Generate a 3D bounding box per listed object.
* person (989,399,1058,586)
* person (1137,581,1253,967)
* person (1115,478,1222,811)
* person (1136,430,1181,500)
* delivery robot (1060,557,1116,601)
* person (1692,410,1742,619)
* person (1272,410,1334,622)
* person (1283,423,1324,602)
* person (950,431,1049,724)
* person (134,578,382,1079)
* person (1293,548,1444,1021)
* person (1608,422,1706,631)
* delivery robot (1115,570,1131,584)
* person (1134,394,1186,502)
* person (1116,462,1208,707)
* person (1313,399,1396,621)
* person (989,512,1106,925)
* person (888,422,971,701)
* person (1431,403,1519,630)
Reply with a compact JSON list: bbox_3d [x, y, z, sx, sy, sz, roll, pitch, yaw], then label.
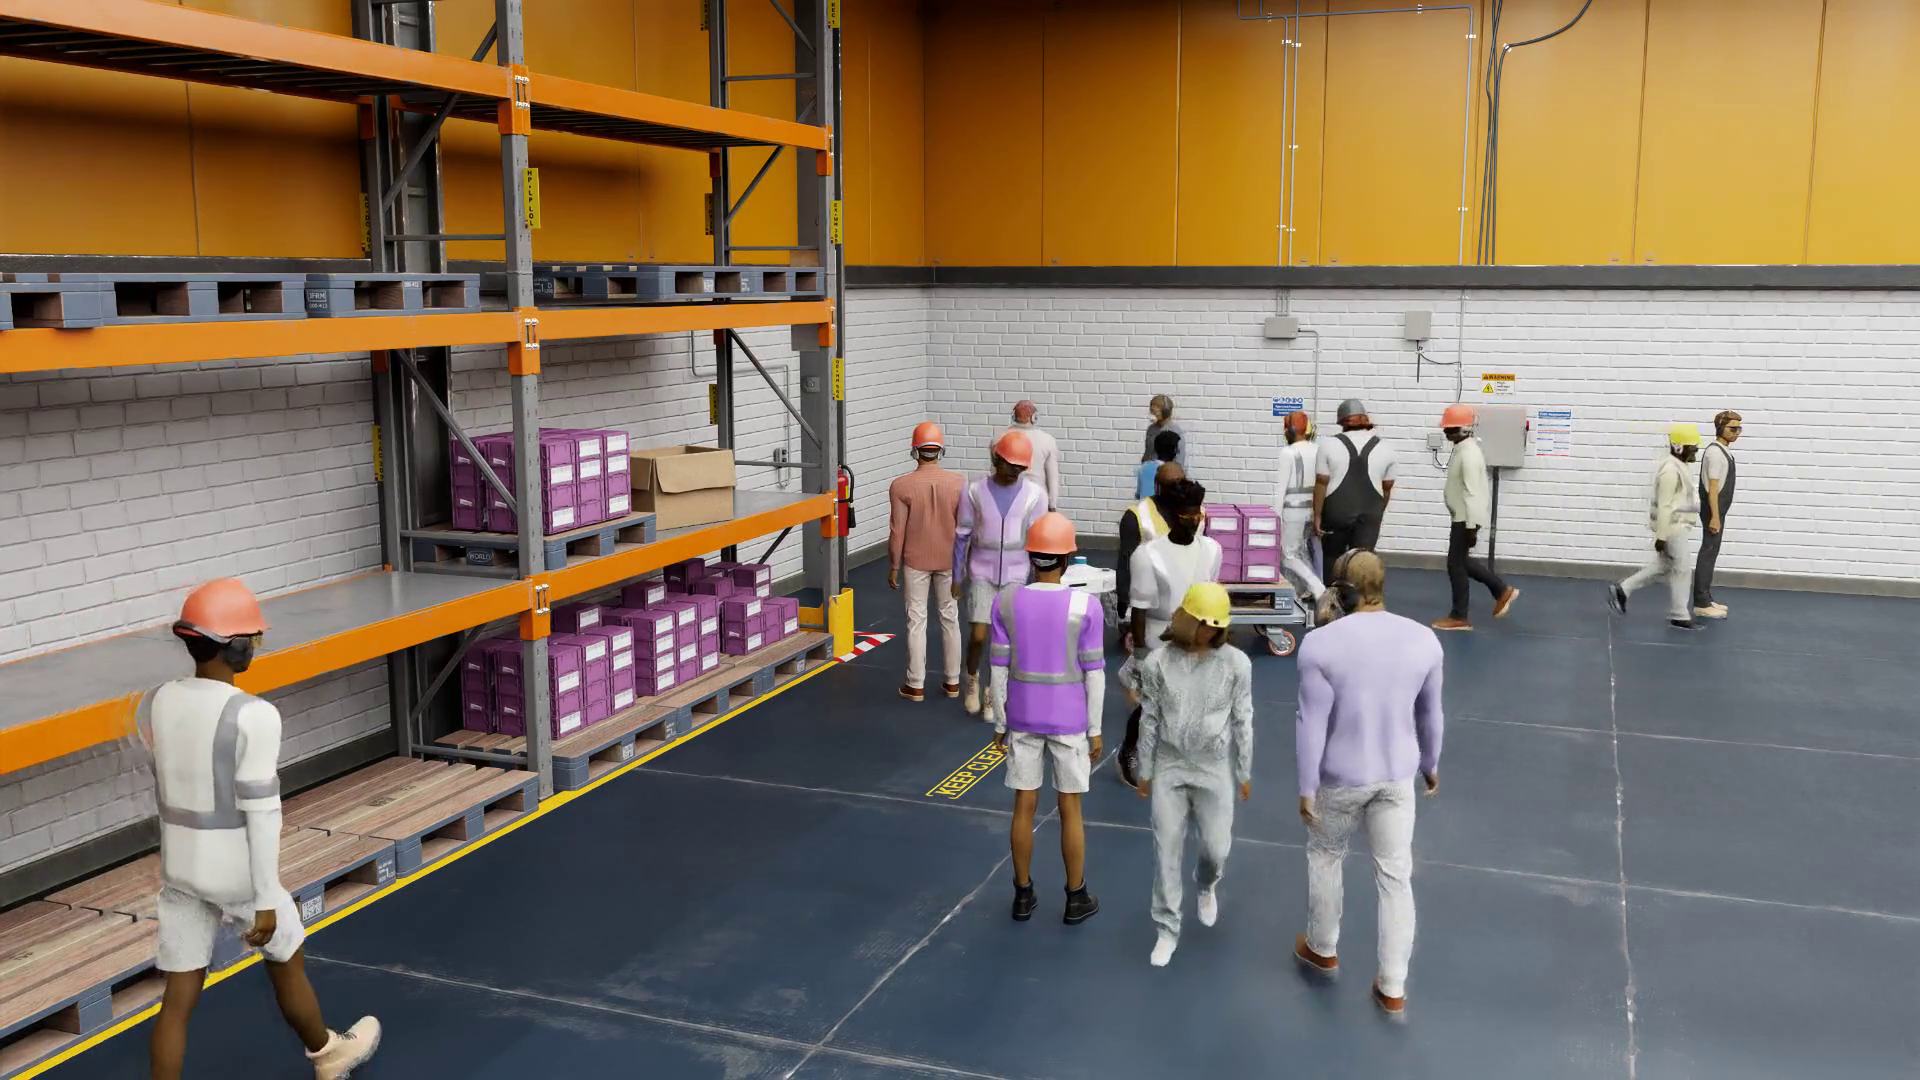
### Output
[{"bbox_3d":[0.588,-0.374,15.565,0.637,1.883,0.501,0,9,0],"label":"person"},{"bbox_3d":[1.042,1.006,7.403,0.512,1.717,0.469,2,9,13],"label":"person"},{"bbox_3d":[1.190,0.579,9.514,0.620,1.924,0.997,-4,10,-23],"label":"person"},{"bbox_3d":[1.738,-0.129,14.656,0.382,1.673,0.578,-6,11,-33],"label":"person"},{"bbox_3d":[1.058,0.390,14.626,0.707,0.478,0.477,-4,10,-26],"label":"delivery robot"},{"bbox_3d":[6.730,-0.233,14.800,0.329,1.841,0.509,5,10,28],"label":"person"},{"bbox_3d":[3.017,-0.192,14.513,0.633,1.861,0.746,-7,12,-39],"label":"person"},{"bbox_3d":[3.181,-0.265,15.301,0.436,1.736,0.602,4,10,23],"label":"person"},{"bbox_3d":[0.268,0.259,11.239,0.660,1.999,0.474,0,9,-2],"label":"person"},{"bbox_3d":[-2.520,1.117,5.833,0.628,1.988,1.029,3,10,20],"label":"person"},{"bbox_3d":[1.696,0.979,6.982,0.691,1.908,0.853,-1,9,-5],"label":"person"},{"bbox_3d":[6.031,-0.126,14.269,0.729,1.803,0.594,4,10,22],"label":"person"},{"bbox_3d":[1.748,0.353,14.857,0.707,0.478,0.477,-4,10,-26],"label":"delivery robot"},{"bbox_3d":[2.003,-0.470,16.195,0.927,1.917,0.644,-2,9,-13],"label":"person"},{"bbox_3d":[1.342,0.355,11.180,0.657,1.820,0.617,-3,9,-17],"label":"person"},{"bbox_3d":[3.351,-0.252,14.297,0.706,2.000,0.951,0,9,2],"label":"person"},{"bbox_3d":[0.414,0.834,7.797,0.546,1.939,0.375,3,9,17],"label":"person"},{"bbox_3d":[-0.222,0.155,11.885,0.609,1.995,0.378,-3,10,-19],"label":"person"},{"bbox_3d":[4.388,-0.193,14.178,0.720,1.961,0.630,2,9,10],"label":"person"}]
